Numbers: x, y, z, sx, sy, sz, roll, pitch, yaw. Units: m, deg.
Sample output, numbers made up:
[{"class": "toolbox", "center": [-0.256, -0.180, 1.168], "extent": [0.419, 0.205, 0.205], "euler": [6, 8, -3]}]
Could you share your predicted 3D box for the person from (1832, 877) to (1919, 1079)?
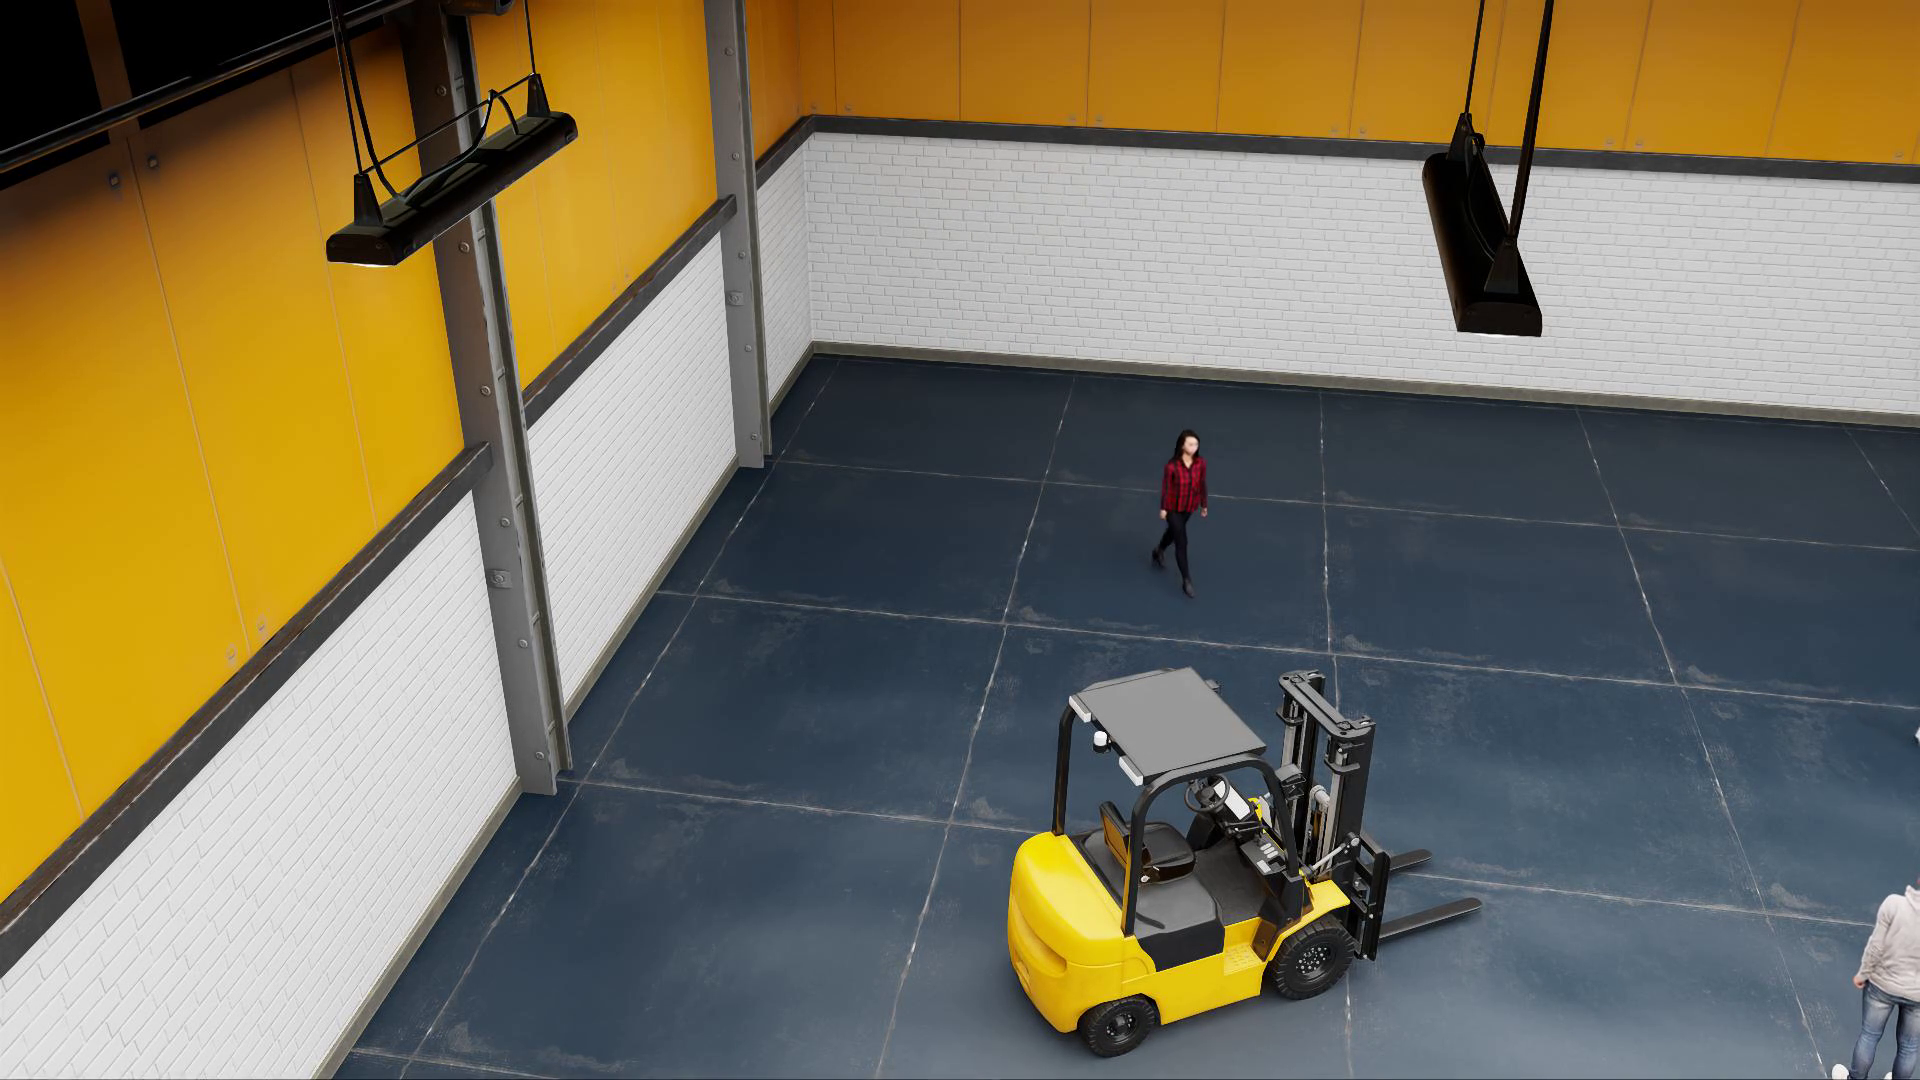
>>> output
[{"class": "person", "center": [5.708, 2.698, 10.075], "extent": [0.693, 1.852, 0.617], "euler": [8, 30, 15]}]

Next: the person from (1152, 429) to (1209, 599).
[{"class": "person", "center": [2.052, -0.331, 15.885], "extent": [0.991, 1.608, 1.135], "euler": [-14, 32, -24]}]
